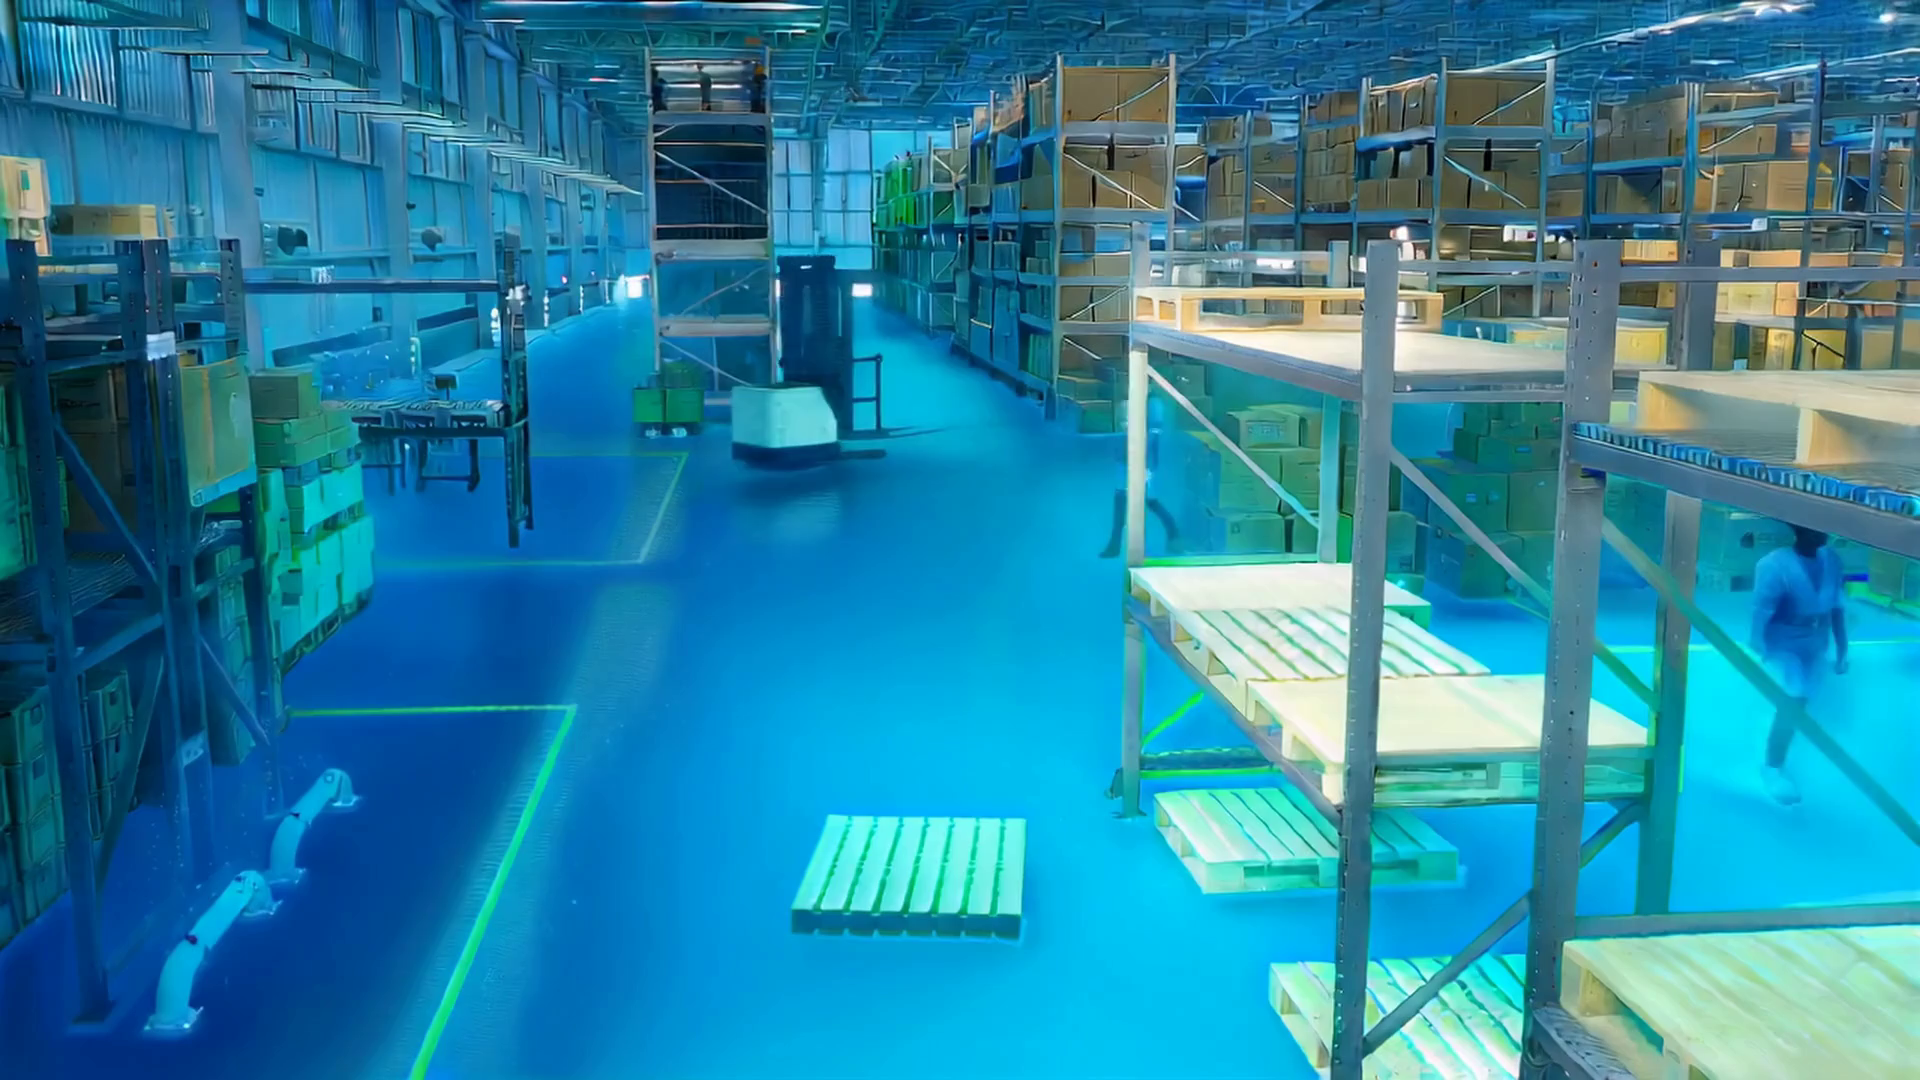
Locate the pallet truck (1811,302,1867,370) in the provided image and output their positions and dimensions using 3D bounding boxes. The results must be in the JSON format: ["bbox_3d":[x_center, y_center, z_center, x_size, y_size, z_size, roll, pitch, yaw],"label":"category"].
[{"bbox_3d":[15.846,-3.142,28.793,1.885,1.965,0.823,2,10,12],"label":"pallet truck"}]

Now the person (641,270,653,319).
[{"bbox_3d":[-12.087,-9.522,64.445,0.401,1.894,0.653,8,13,36],"label":"person"}]

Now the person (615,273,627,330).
[{"bbox_3d":[-11.444,-8.028,56.105,0.408,1.913,0.641,1,10,3],"label":"person"}]

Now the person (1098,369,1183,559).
[{"bbox_3d":[1.769,-0.766,15.927,0.854,1.909,0.540,-9,14,-42],"label":"person"}]

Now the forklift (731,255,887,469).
[{"bbox_3d":[-2.080,-2.450,22.507,1.873,2.768,1.129,-9,13,-40],"label":"forklift"}]

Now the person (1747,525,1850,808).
[{"bbox_3d":[4.505,0.604,8.882,0.559,1.677,0.489,-3,11,-18],"label":"person"}]

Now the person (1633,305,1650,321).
[{"bbox_3d":[12.536,-3.412,30.757,0.429,1.837,0.631,-1,10,-8],"label":"person"}]
